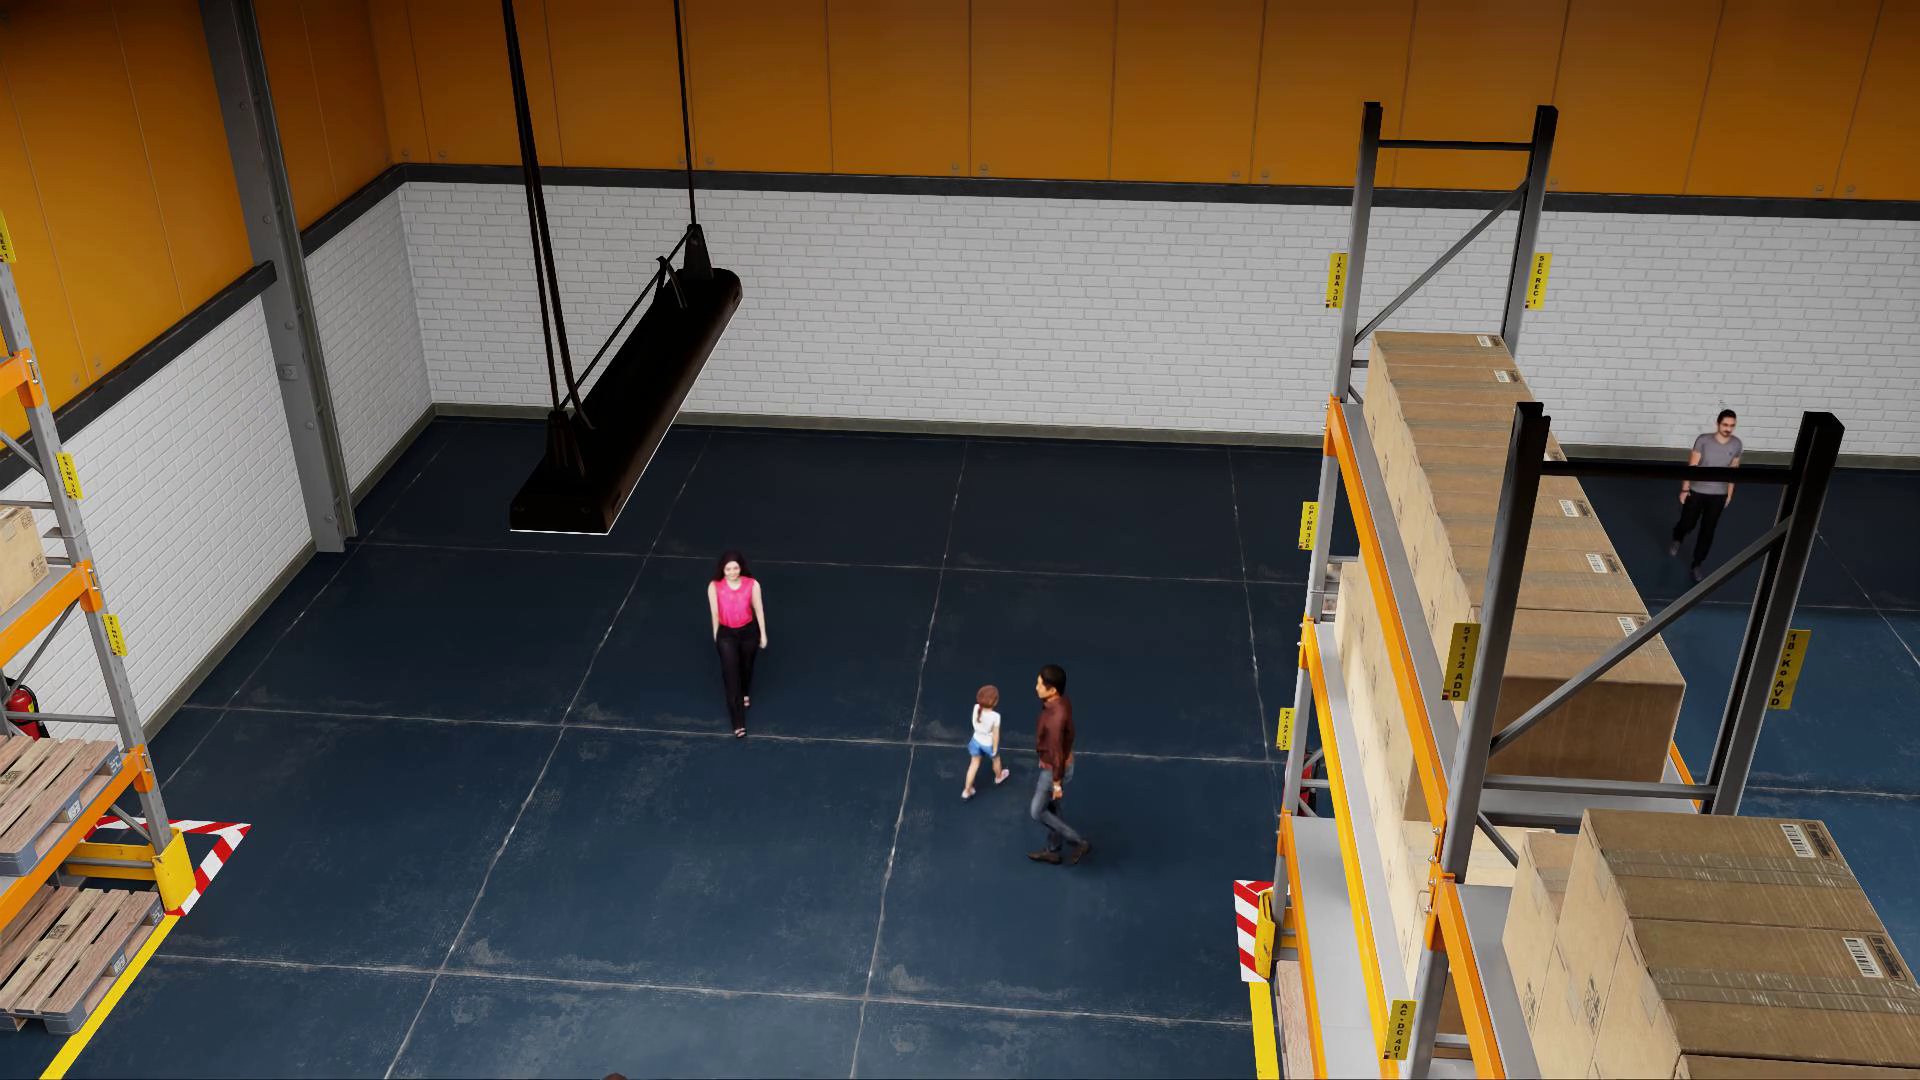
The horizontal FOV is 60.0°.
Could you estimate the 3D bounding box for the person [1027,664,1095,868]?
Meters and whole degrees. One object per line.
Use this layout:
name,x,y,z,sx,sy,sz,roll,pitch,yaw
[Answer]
person,0.789,1.684,12.218,0.717,1.765,0.663,3,29,6

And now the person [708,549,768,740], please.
person,-1.876,0.791,14.008,0.855,1.618,1.148,-8,30,-15

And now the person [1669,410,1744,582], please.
person,7.272,-0.496,16.236,0.673,1.745,0.831,5,29,9

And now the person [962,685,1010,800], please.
person,0.162,1.604,13.165,0.639,0.998,0.787,19,34,30
